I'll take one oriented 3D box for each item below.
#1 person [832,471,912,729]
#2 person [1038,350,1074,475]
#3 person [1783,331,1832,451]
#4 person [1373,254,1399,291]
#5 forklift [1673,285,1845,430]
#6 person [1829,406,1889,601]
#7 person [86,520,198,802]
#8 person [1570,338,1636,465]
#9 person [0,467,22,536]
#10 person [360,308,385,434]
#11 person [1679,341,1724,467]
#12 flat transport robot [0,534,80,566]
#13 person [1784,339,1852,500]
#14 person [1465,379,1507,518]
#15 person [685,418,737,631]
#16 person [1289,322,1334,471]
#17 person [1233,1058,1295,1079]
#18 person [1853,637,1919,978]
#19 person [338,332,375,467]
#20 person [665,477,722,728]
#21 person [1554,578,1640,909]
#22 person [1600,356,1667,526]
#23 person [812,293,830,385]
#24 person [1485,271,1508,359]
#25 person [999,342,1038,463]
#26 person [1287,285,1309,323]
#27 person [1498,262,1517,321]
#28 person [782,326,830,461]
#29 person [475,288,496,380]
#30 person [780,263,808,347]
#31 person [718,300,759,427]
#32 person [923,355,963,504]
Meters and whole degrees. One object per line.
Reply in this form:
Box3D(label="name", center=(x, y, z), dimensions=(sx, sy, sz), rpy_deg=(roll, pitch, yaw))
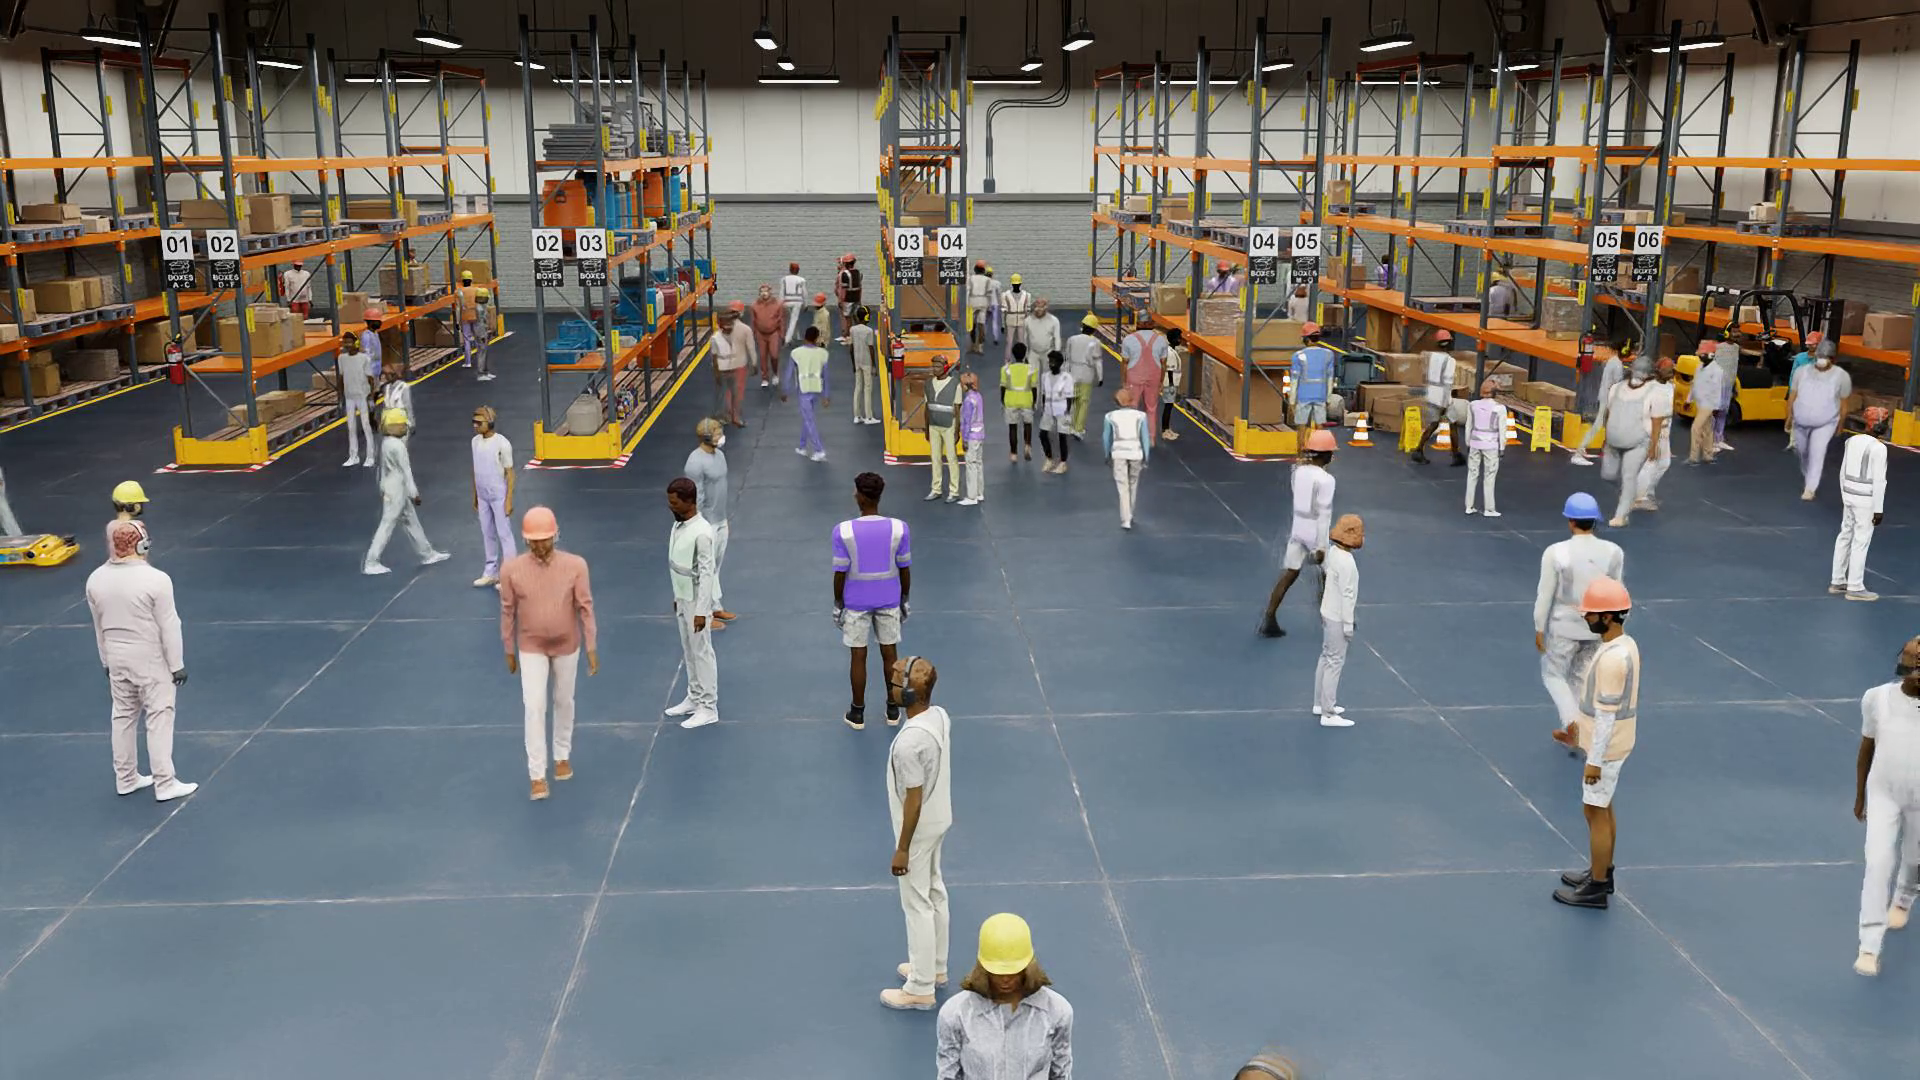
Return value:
Box3D(label="person", center=(-0.665, 0.452, 12.511), dimensions=(0.613, 1.965, 0.361), rpy_deg=(-3, 14, -14))
Box3D(label="person", center=(1.281, -1.693, 22.195), dimensions=(0.545, 1.678, 0.445), rpy_deg=(10, 16, 35))
Box3D(label="person", center=(12.161, -2.114, 23.837), dimensions=(0.328, 1.752, 0.563), rpy_deg=(-12, 18, -42))
Box3D(label="person", center=(10.092, -5.872, 39.571), dimensions=(0.634, 1.842, 0.429), rpy_deg=(-3, 14, -11))
Box3D(label="forklift", center=(12.503, -2.886, 26.166), dimensions=(2.313, 2.155, 1.214), rpy_deg=(-1, 13, -3))
Box3D(label="person", center=(8.747, -0.360, 16.126), dimensions=(0.338, 1.882, 0.582), rpy_deg=(-1, 13, -4))
Box3D(label="person", center=(-5.487, 0.805, 11.181), dimensions=(0.638, 1.900, 0.396), rpy_deg=(4, 14, 18))
Box3D(label="person", center=(8.929, -1.884, 22.777), dimensions=(1.006, 1.803, 0.589), rpy_deg=(5, 14, 19))
Box3D(label="person", center=(-10.436, -0.670, 17.824), dimensions=(0.642, 1.701, 0.498), rpy_deg=(-3, 14, -11))
Box3D(label="person", center=(-8.981, -2.588, 25.508), dimensions=(0.433, 1.924, 0.557), rpy_deg=(-1, 13, -3))
Box3D(label="person", center=(10.161, -1.872, 22.875), dimensions=(0.698, 1.726, 0.586), rpy_deg=(0, 13, 1))
Box3D(label="flat transport robot", center=(-10.181, 0.119, 17.557), dimensions=(1.431, 0.197, 0.652), rpy_deg=(-2, 13, -9))
Box3D(label="person", center=(10.768, -1.562, 20.885), dimensions=(0.685, 2.000, 0.870), rpy_deg=(12, 18, 41))
Box3D(label="person", center=(6.229, -1.087, 19.737), dimensions=(0.314, 1.636, 0.517), rpy_deg=(-12, 18, -41))
Box3D(label="person", center=(-2.268, -0.152, 15.132), dimensions=(0.362, 1.938, 0.636), rpy_deg=(3, 14, 13))
Box3D(label="person", center=(4.712, -1.920, 22.424), dimensions=(0.612, 2.034, 0.411), rpy_deg=(-3, 14, -11))
Box3D(label="person", center=(0.843, 2.335, 4.890), dimensions=(0.522, 1.796, 0.917), rpy_deg=(9, 16, 33))
Box3D(label="person", center=(5.111, 1.370, 8.976), dimensions=(0.526, 1.812, 0.915), rpy_deg=(9, 16, 32))
Box3D(label="person", center=(-8.285, -1.932, 22.822), dimensions=(0.534, 1.868, 0.310), rpy_deg=(2, 13, 9))
Box3D(label="person", center=(-2.018, 0.459, 12.596), dimensions=(0.392, 1.914, 0.588), rpy_deg=(-7, 15, -27))
Box3D(label="person", center=(3.683, 1.164, 9.590), dimensions=(0.383, 1.926, 0.550), rpy_deg=(6, 15, 25))
Box3D(label="person", center=(7.743, -1.172, 19.230), dimensions=(0.606, 2.000, 0.699), rpy_deg=(-10, 16, -35))
Box3D(label="person", center=(-2.589, -3.746, 30.858), dimensions=(0.421, 1.704, 0.697), rpy_deg=(-5, 14, -21))
Box3D(label="person", center=(11.033, -4.631, 34.357), dimensions=(0.607, 1.819, 0.589), rpy_deg=(-8, 15, -30))
Box3D(label="person", center=(0.809, -1.899, 23.077), dimensions=(0.538, 1.688, 0.369), rpy_deg=(0, 13, -1))
Box3D(label="person", center=(6.831, -4.322, 33.473), dimensions=(0.511, 1.613, 0.561), rpy_deg=(2, 13, 7))
Box3D(label="person", center=(12.146, -5.289, 37.124), dimensions=(0.523, 1.843, 0.860), rpy_deg=(-1, 13, -4))
Box3D(label="person", center=(-2.105, -2.068, 23.431), dimensions=(0.620, 1.860, 0.966), rpy_deg=(-9, 16, -33))
Box3D(label="person", center=(-8.976, -3.884, 31.385), dimensions=(0.341, 1.738, 0.493), rpy_deg=(-2, 13, -9))
Box3D(label="person", center=(-3.661, -5.172, 36.635), dimensions=(0.571, 1.836, 0.988), rpy_deg=(6, 15, 25))
Box3D(label="person", center=(-3.476, -2.775, 26.160), dimensions=(0.655, 1.970, 0.563), rpy_deg=(7, 15, 26))
Box3D(label="person", center=(-0.209, -1.378, 20.551), dimensions=(0.559, 1.837, 0.392), rpy_deg=(9, 16, 33))
